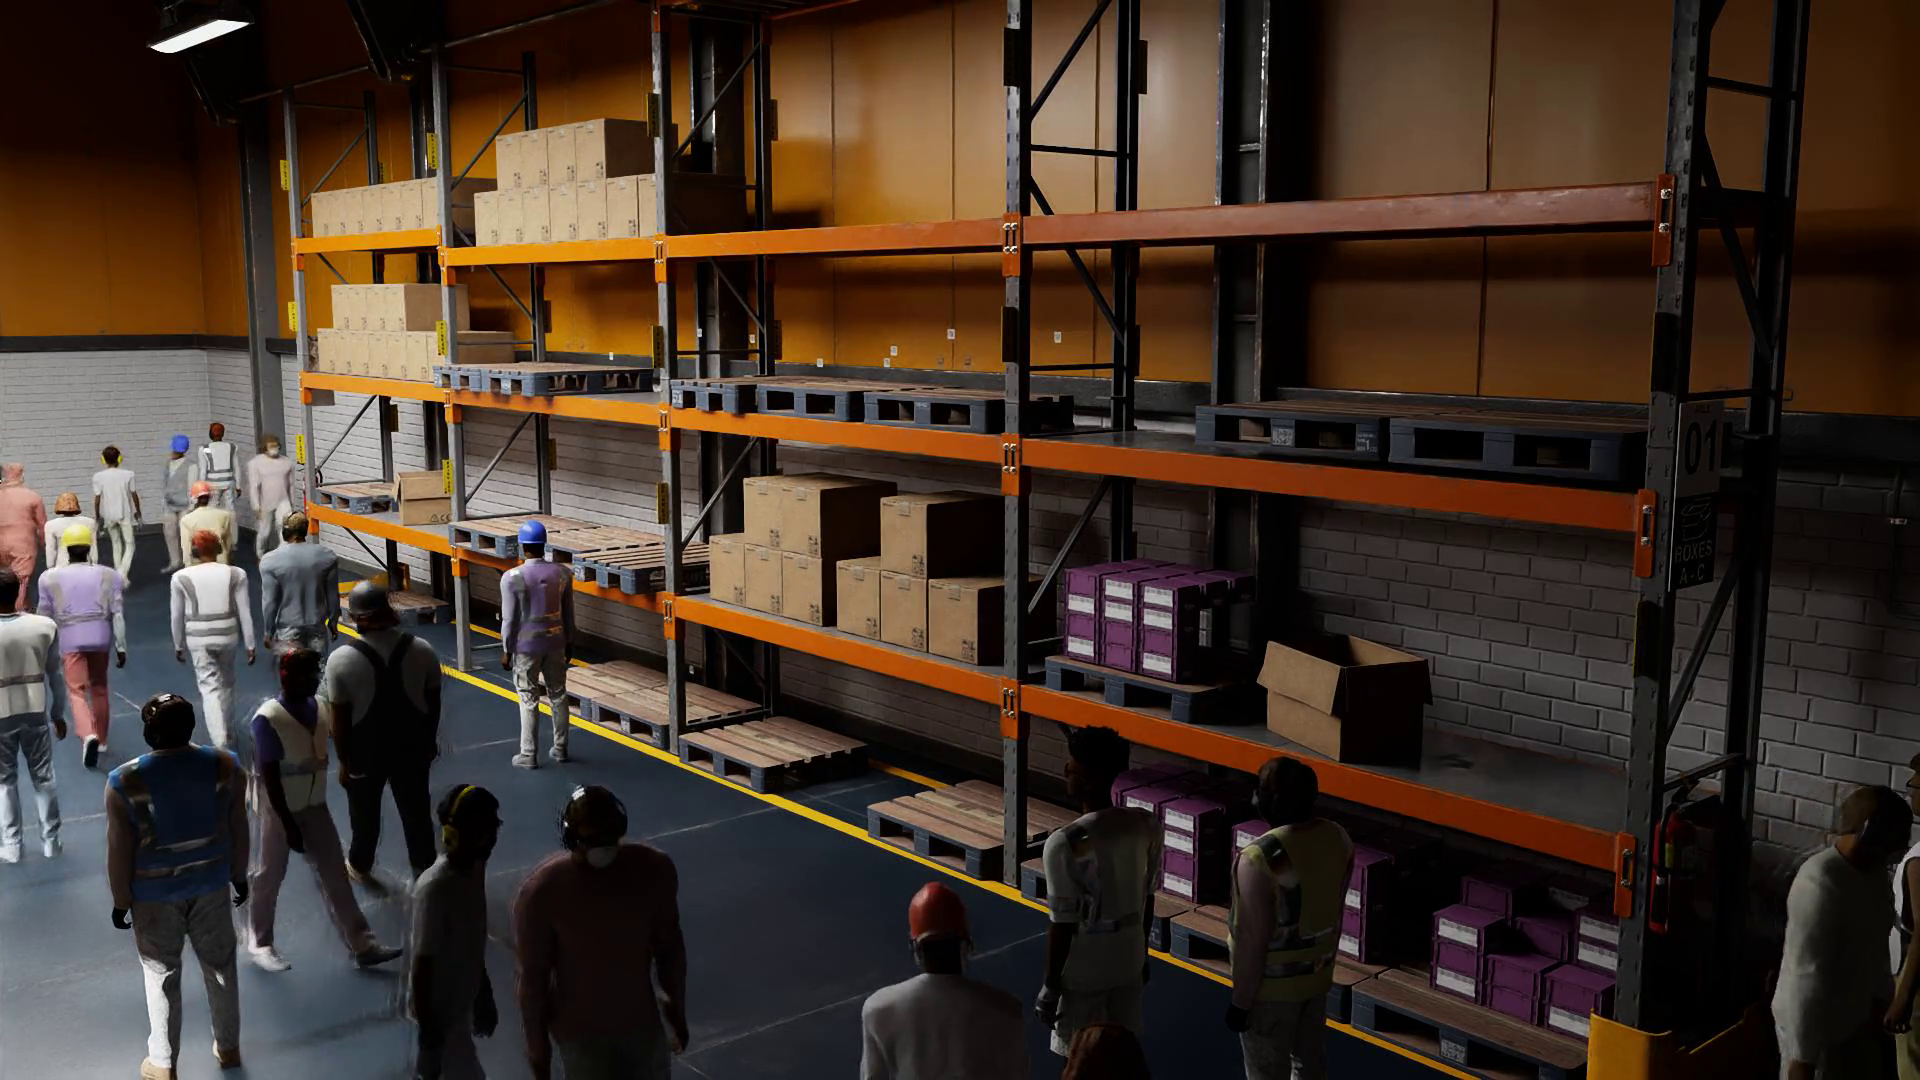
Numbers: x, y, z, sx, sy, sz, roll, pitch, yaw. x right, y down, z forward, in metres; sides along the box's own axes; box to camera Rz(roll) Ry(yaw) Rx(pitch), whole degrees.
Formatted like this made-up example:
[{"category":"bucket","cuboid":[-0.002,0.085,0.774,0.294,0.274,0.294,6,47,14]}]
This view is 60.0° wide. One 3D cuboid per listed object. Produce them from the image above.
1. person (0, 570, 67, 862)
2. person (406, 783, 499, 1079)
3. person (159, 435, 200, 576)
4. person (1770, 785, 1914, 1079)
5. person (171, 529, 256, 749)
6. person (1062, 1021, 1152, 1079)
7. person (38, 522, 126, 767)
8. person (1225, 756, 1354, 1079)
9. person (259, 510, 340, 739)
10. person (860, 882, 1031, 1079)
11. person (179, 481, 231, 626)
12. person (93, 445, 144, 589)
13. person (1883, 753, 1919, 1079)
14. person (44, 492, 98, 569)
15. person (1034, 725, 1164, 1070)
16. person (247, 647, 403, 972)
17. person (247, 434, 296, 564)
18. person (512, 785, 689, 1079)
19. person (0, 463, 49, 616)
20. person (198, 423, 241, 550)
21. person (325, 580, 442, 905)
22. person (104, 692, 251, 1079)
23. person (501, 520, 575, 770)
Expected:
[{"category":"person","cuboid":[-6.168,1.152,10.862,0.619,1.905,0.430,-8,11,-43]},{"category":"person","cuboid":[-1.935,1.821,6.387,0.409,1.844,0.548,-1,8,-5]},{"category":"person","cuboid":[-10.263,-0.442,21.895,0.652,1.910,0.433,3,9,21]},{"category":"person","cuboid":[3.190,1.820,6.271,0.660,1.894,0.823,-7,11,-41]},{"category":"person","cuboid":[-5.977,0.831,13.339,0.574,1.851,0.941,-6,10,-34]},{"category":"person","cuboid":[0.412,2.157,4.749,0.507,1.636,0.274,-7,11,-41]},{"category":"person","cuboid":[-6.896,0.824,13.134,0.605,1.900,0.824,-6,10,-36]},{"category":"person","cuboid":[1.294,1.771,6.712,0.633,1.846,0.429,-7,11,-41]},{"category":"person","cuboid":[-5.436,0.714,13.730,0.635,1.939,0.362,-7,11,-41]},{"category":"person","cuboid":[-0.057,2.005,5.479,0.583,1.728,0.513,2,8,12]},{"category":"person","cuboid":[-8.167,0.219,17.972,0.891,1.707,0.574,8,11,43]},{"category":"person","cuboid":[-10.588,-0.272,20.914,0.533,1.849,0.704,-2,8,-15]},{"category":"person","cuboid":[3.919,1.773,6.691,0.570,1.845,0.380,-7,11,-41]},{"category":"person","cuboid":[-9.415,0.303,17.648,0.507,1.633,0.276,-7,11,-41]},{"category":"person","cuboid":[0.549,1.709,6.722,0.613,1.965,0.361,-7,11,-41]},{"category":"person","cuboid":[-3.494,1.472,8.954,0.970,1.797,0.589,3,9,20]},{"category":"person","cuboid":[-9.198,-0.481,22.227,0.627,1.907,0.952,-7,11,-40]},{"category":"person","cuboid":[-1.361,1.804,6.244,0.642,1.914,0.658,-6,10,-34]},{"category":"person","cuboid":[-10.453,0.071,18.494,0.640,1.853,0.952,0,8,1]},{"category":"person","cuboid":[-10.787,-0.773,24.257,0.584,1.883,0.347,-7,11,-41]},{"category":"person","cuboid":[-3.493,1.185,10.108,0.696,2.000,1.070,-6,10,-35]},{"category":"person","cuboid":[-3.652,1.616,7.789,0.633,1.846,0.429,-7,11,-41]},{"category":"person","cuboid":[-3.299,0.815,13.002,0.614,1.947,0.389,-7,11,-41]}]
